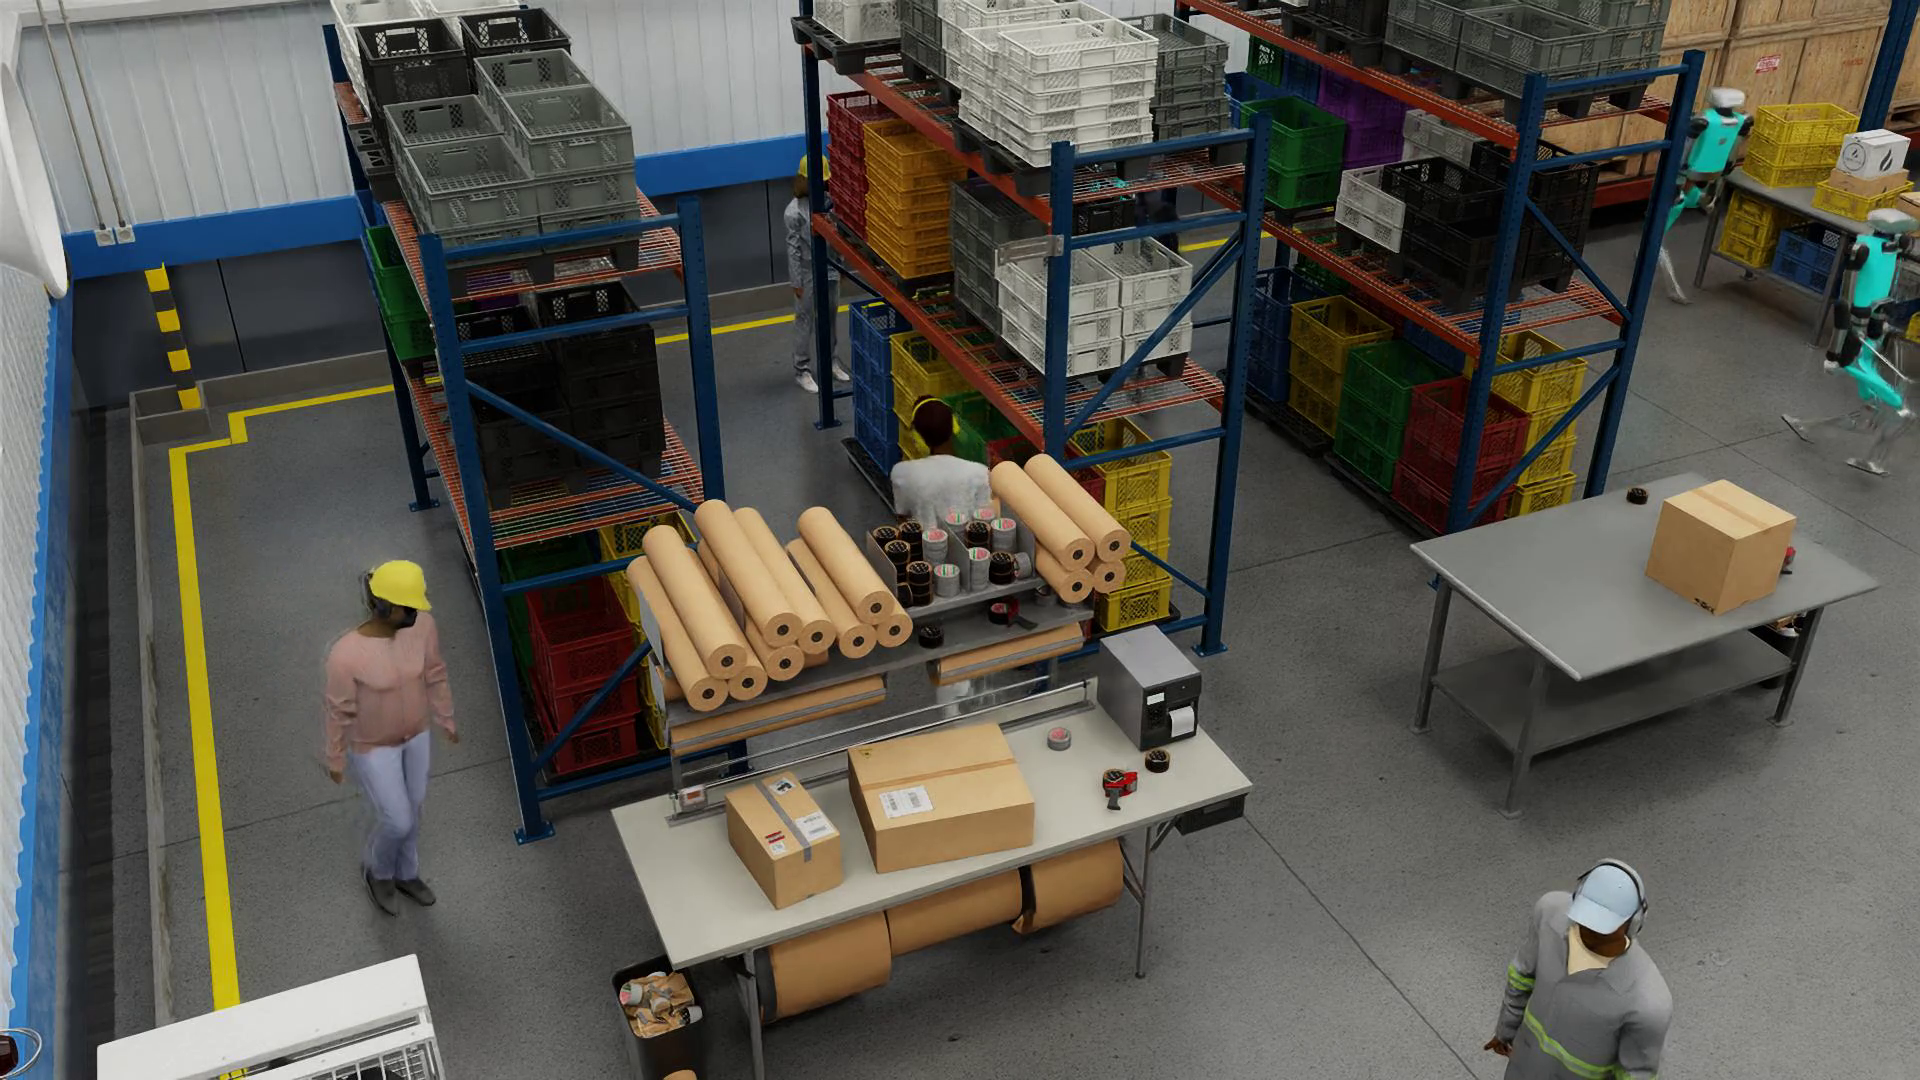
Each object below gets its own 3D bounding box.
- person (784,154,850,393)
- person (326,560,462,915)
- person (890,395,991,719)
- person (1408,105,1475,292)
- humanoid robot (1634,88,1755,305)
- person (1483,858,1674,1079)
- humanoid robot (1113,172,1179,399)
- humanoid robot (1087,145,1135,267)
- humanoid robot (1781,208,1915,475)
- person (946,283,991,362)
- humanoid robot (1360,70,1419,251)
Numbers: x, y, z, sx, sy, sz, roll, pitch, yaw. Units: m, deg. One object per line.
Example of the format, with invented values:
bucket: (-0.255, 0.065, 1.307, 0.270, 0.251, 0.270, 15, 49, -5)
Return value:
person: (-0.988, -1.869, 11.607, 0.329, 1.733, 0.478, 26, 40, 35)
person: (-2.420, 0.866, 7.170, 0.386, 1.717, 0.587, 22, 38, 31)
person: (-0.060, 0.130, 8.279, 0.542, 1.816, 0.864, -1, 32, -2)
person: (3.522, -2.279, 12.174, 0.351, 1.839, 0.505, -26, 40, -36)
humanoid robot: (5.660, -2.800, 13.182, 0.546, 1.759, 1.036, -6, 32, -10)
person: (1.999, 1.785, 5.561, 0.360, 1.852, 0.596, -14, 34, -21)
humanoid robot: (1.276, -1.782, 11.526, 0.614, 1.636, 0.502, -8, 33, -13)
humanoid robot: (1.210, -2.905, 13.160, 0.533, 1.677, 0.735, -6, 32, -10)
humanoid robot: (5.808, -1.175, 10.504, 0.550, 1.738, 1.042, -18, 36, -27)
person: (0.139, -1.879, 11.502, 0.551, 1.856, 0.589, 24, 39, 34)
humanoid robot: (3.702, -3.250, 13.860, 1.002, 1.748, 0.530, -19, 36, -28)
